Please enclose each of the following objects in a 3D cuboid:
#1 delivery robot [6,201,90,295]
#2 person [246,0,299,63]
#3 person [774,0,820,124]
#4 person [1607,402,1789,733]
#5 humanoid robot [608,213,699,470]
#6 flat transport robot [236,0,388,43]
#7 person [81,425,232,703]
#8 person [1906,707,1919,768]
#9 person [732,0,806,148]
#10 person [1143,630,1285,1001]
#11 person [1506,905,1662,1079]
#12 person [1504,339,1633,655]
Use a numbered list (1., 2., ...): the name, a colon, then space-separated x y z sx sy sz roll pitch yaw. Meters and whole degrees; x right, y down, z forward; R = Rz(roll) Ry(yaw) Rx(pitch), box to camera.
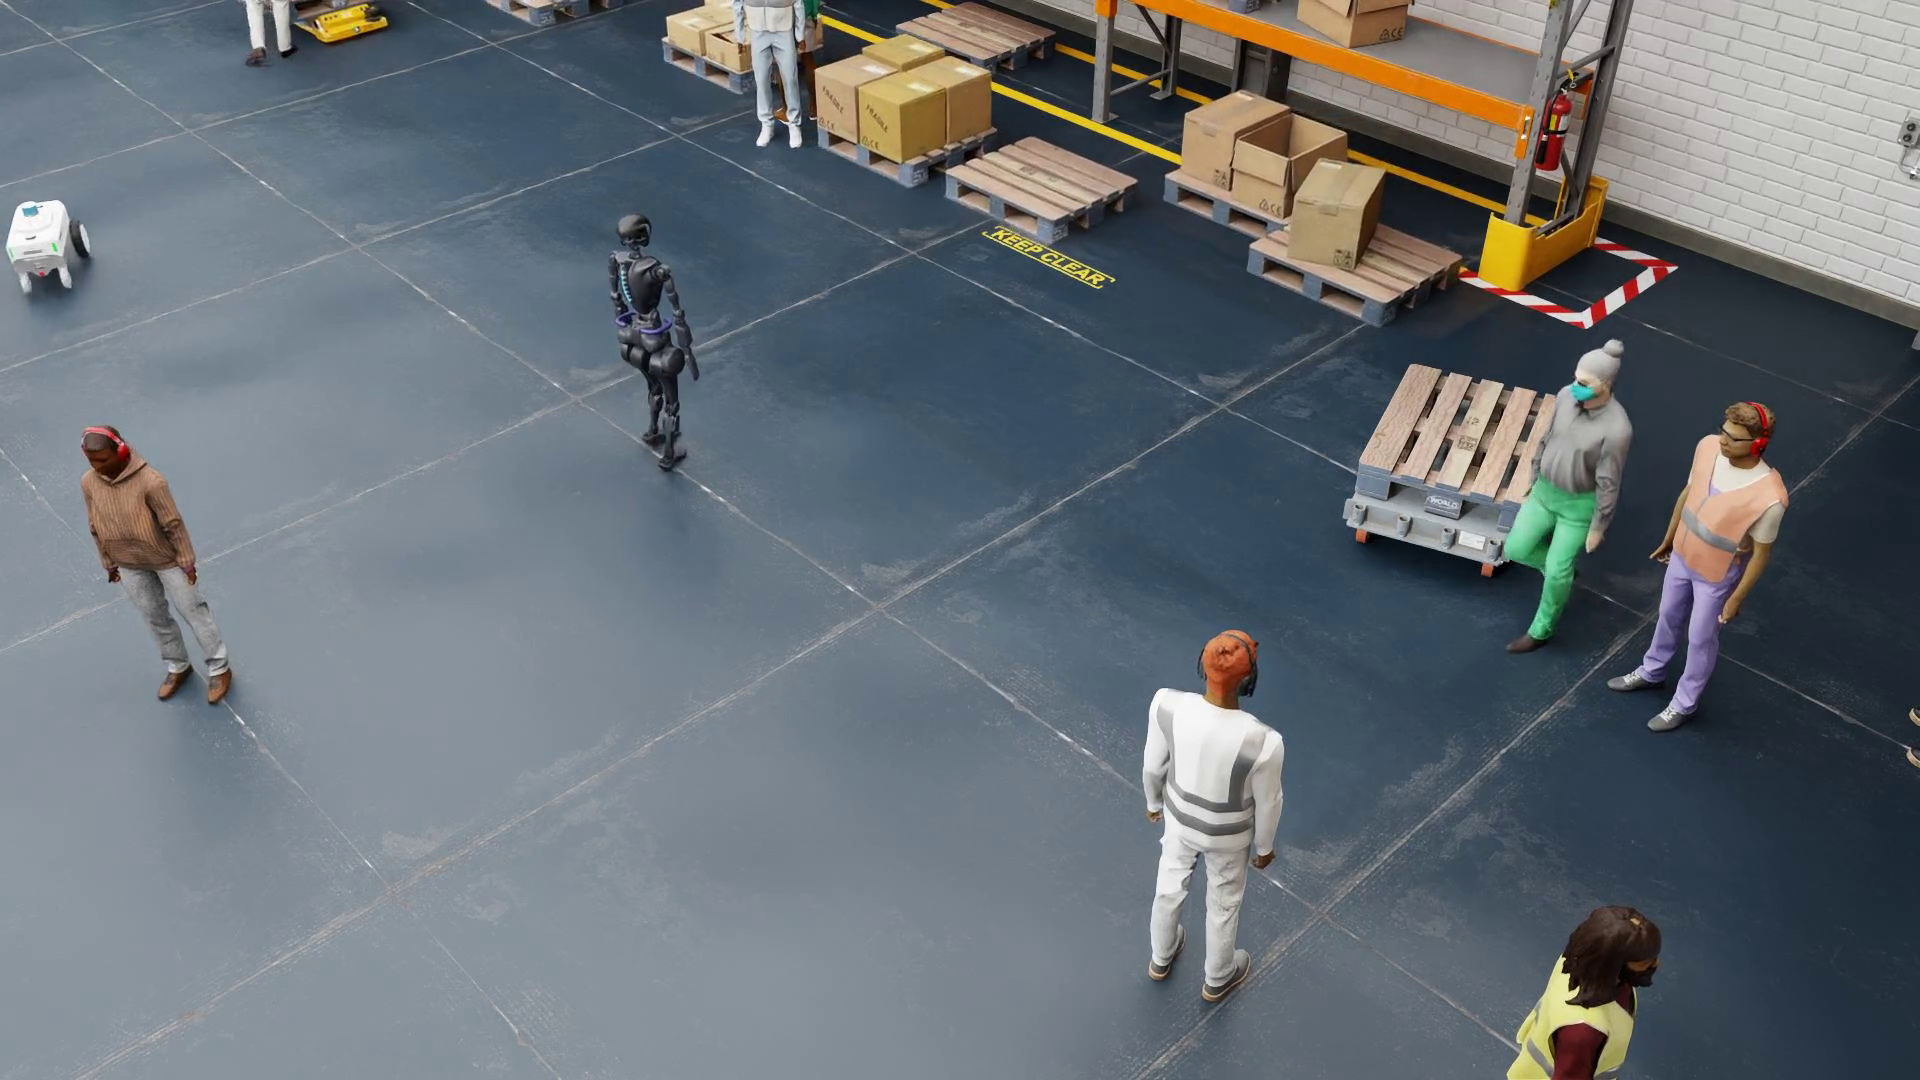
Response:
1. delivery robot: -6.735 -2.199 12.188 0.499 0.571 0.756 -11 39 -15
2. person: -6.433 -5.294 15.312 0.586 1.755 0.535 -3 37 -5
3. person: -1.424 -4.444 14.105 0.508 1.848 0.383 -13 39 -16
4. person: 3.623 0.124 8.060 0.379 1.844 0.568 -11 38 -14
5. humanoid robot: -1.801 -1.207 9.957 0.589 1.645 0.415 21 42 25
6. flat transport robot: -6.362 -5.278 16.521 1.431 0.231 0.659 31 47 34
7. person: -4.005 0.106 8.251 0.469 1.644 0.332 2 37 2
8. person: 4.936 0.288 7.752 0.368 1.958 0.601 18 41 23
9. person: -1.566 -4.194 13.732 0.596 1.907 0.410 0 37 0
10. person: 1.005 1.129 6.700 0.572 1.884 0.356 20 41 24
11. person: 2.096 1.894 5.782 0.378 1.769 0.470 15 40 19
12. person: 3.137 -0.227 8.528 0.481 1.829 0.543 -18 40 -22
